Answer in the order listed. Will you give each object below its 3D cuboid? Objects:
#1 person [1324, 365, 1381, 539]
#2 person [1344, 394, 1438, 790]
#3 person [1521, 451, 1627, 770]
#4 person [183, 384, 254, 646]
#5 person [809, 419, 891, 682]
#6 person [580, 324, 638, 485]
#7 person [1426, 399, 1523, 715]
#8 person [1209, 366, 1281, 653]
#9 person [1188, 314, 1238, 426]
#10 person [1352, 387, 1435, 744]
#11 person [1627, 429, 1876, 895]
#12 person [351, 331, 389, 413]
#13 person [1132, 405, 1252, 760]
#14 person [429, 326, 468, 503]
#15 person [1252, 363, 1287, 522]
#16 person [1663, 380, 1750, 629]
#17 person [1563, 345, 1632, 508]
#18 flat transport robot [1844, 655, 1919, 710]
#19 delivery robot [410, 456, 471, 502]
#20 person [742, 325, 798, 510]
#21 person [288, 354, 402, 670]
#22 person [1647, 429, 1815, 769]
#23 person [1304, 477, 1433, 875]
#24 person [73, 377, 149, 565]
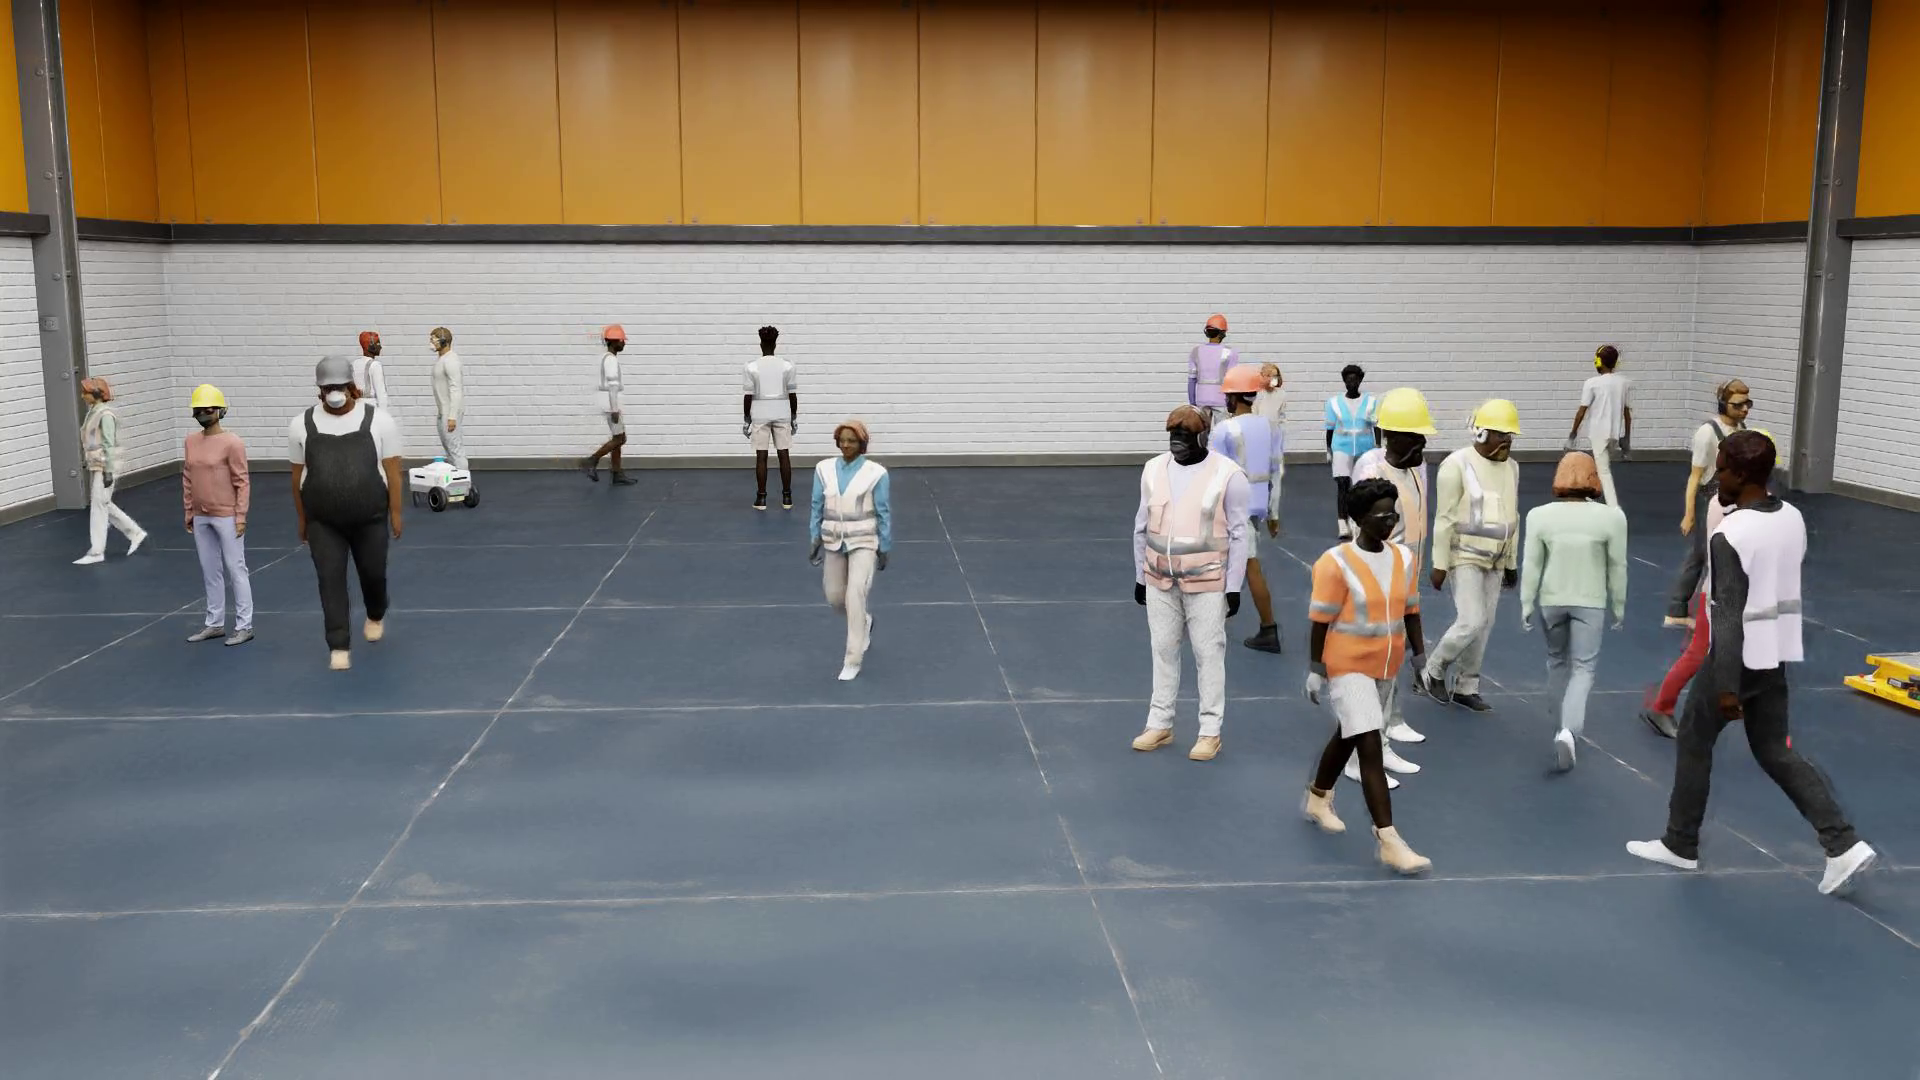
[{"bbox_3d":[3.760,-0.852,15.925,0.539,1.650,0.874,1,9,8],"label":"person"},{"bbox_3d":[2.128,0.244,8.178,0.385,1.925,0.591,6,11,34],"label":"person"},{"bbox_3d":[3.127,0.348,8.534,0.511,1.603,0.777,5,11,31],"label":"person"},{"bbox_3d":[-5.041,-0.168,11.258,0.533,1.772,0.298,4,10,22],"label":"person"},{"bbox_3d":[-0.658,0.032,10.476,0.516,1.613,0.673,4,10,23],"label":"person"},{"bbox_3d":[-4.159,-1.584,19.669,0.574,1.921,0.572,-2,9,-14],"label":"person"},{"bbox_3d":[2.948,0.102,9.438,0.603,1.808,0.427,-6,11,-33],"label":"person"},{"bbox_3d":[1.842,-0.227,11.265,0.547,1.878,1.021,-7,12,-38],"label":"person"},{"bbox_3d":[2.975,-1.617,19.505,0.609,2.043,0.397,5,10,29],"label":"person"},{"bbox_3d":[2.268,0.118,9.018,0.587,1.912,0.630,-8,12,-41],"label":"person"},{"bbox_3d":[3.265,0.491,6.773,0.598,1.889,0.889,-6,11,-34],"label":"person"},{"bbox_3d":[-6.487,-1.359,18.386,0.574,1.883,0.356,8,12,40],"label":"person"},{"bbox_3d":[1.173,0.217,8.627,0.634,1.839,0.429,6,11,34],"label":"person"},{"bbox_3d":[-5.643,-1.382,18.357,0.369,1.938,0.630,-4,10,-25],"label":"person"},{"bbox_3d":[3.087,-0.984,16.868,0.517,1.617,0.360,-3,10,-20],"label":"person"},{"bbox_3d":[5.159,-0.206,11.447,0.525,1.807,0.674,-7,11,-36],"label":"person"},{"bbox_3d":[6.203,-0.980,16.217,0.514,1.812,0.995,-3,9,-17],"label":"person"},{"bbox_3d":[6.063,0.815,9.781,1.431,0.197,0.652,-2,9,-10],"label":"flat transport robot"},{"bbox_3d":[-5.576,-0.655,17.826,0.707,0.478,0.477,7,11,37],"label":"delivery robot"},{"bbox_3d":[-2.028,-1.304,17.775,0.603,1.967,0.366,-2,9,-15],"label":"person"},{"bbox_3d":[-3.983,-0.232,10.814,0.685,2.000,0.868,-3,9,-16],"label":"person"},{"bbox_3d":[4.026,0.271,8.676,0.537,1.725,0.922,-5,10,-27],"label":"person"},{"bbox_3d":[1.757,0.544,7.163,0.547,1.648,0.865,-5,10,-30],"label":"person"},{"bbox_3d":[-7.463,-0.614,14.523,0.634,1.624,0.527,-8,12,-40],"label":"person"}]
